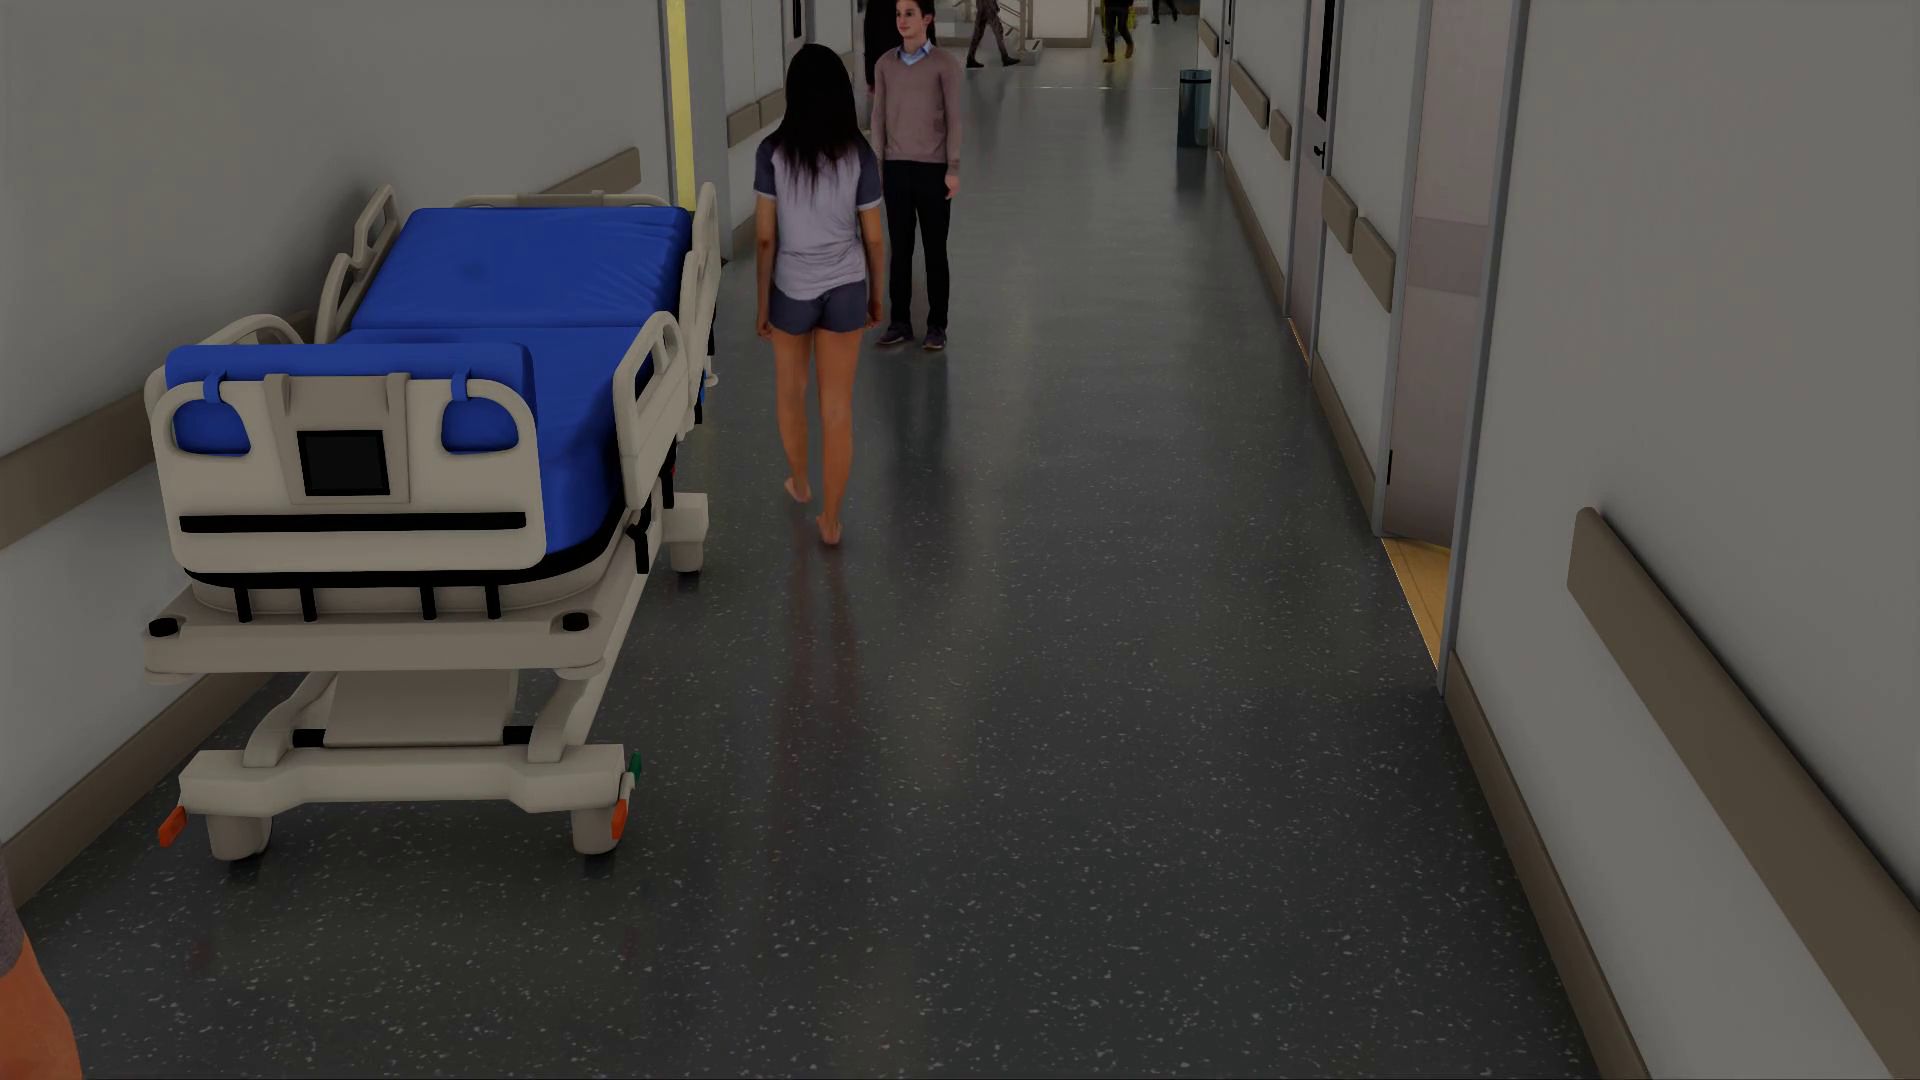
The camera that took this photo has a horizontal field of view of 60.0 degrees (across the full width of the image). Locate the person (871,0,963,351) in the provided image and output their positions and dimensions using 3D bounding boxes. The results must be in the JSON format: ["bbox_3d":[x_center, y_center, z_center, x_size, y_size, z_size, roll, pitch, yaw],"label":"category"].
[{"bbox_3d":[-0.215,-1.884,8.483,0.554,1.807,0.736,7,22,18],"label":"person"}]

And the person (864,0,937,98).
[{"bbox_3d":[-0.433,-3.311,12.107,0.935,1.909,0.860,5,21,14],"label":"person"}]

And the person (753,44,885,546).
[{"bbox_3d":[-0.488,-0.809,5.777,0.872,1.712,0.792,-3,21,-7],"label":"person"}]

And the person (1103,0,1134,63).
[{"bbox_3d":[2.377,-7.997,24.767,0.990,1.705,0.960,13,24,31],"label":"person"}]

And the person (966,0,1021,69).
[{"bbox_3d":[0.271,-7.558,23.634,1.020,1.686,0.658,-1,21,-3],"label":"person"}]

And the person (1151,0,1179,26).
[{"bbox_3d":[4.023,-10.914,32.575,0.999,1.629,1.023,-14,25,-32],"label":"person"}]
